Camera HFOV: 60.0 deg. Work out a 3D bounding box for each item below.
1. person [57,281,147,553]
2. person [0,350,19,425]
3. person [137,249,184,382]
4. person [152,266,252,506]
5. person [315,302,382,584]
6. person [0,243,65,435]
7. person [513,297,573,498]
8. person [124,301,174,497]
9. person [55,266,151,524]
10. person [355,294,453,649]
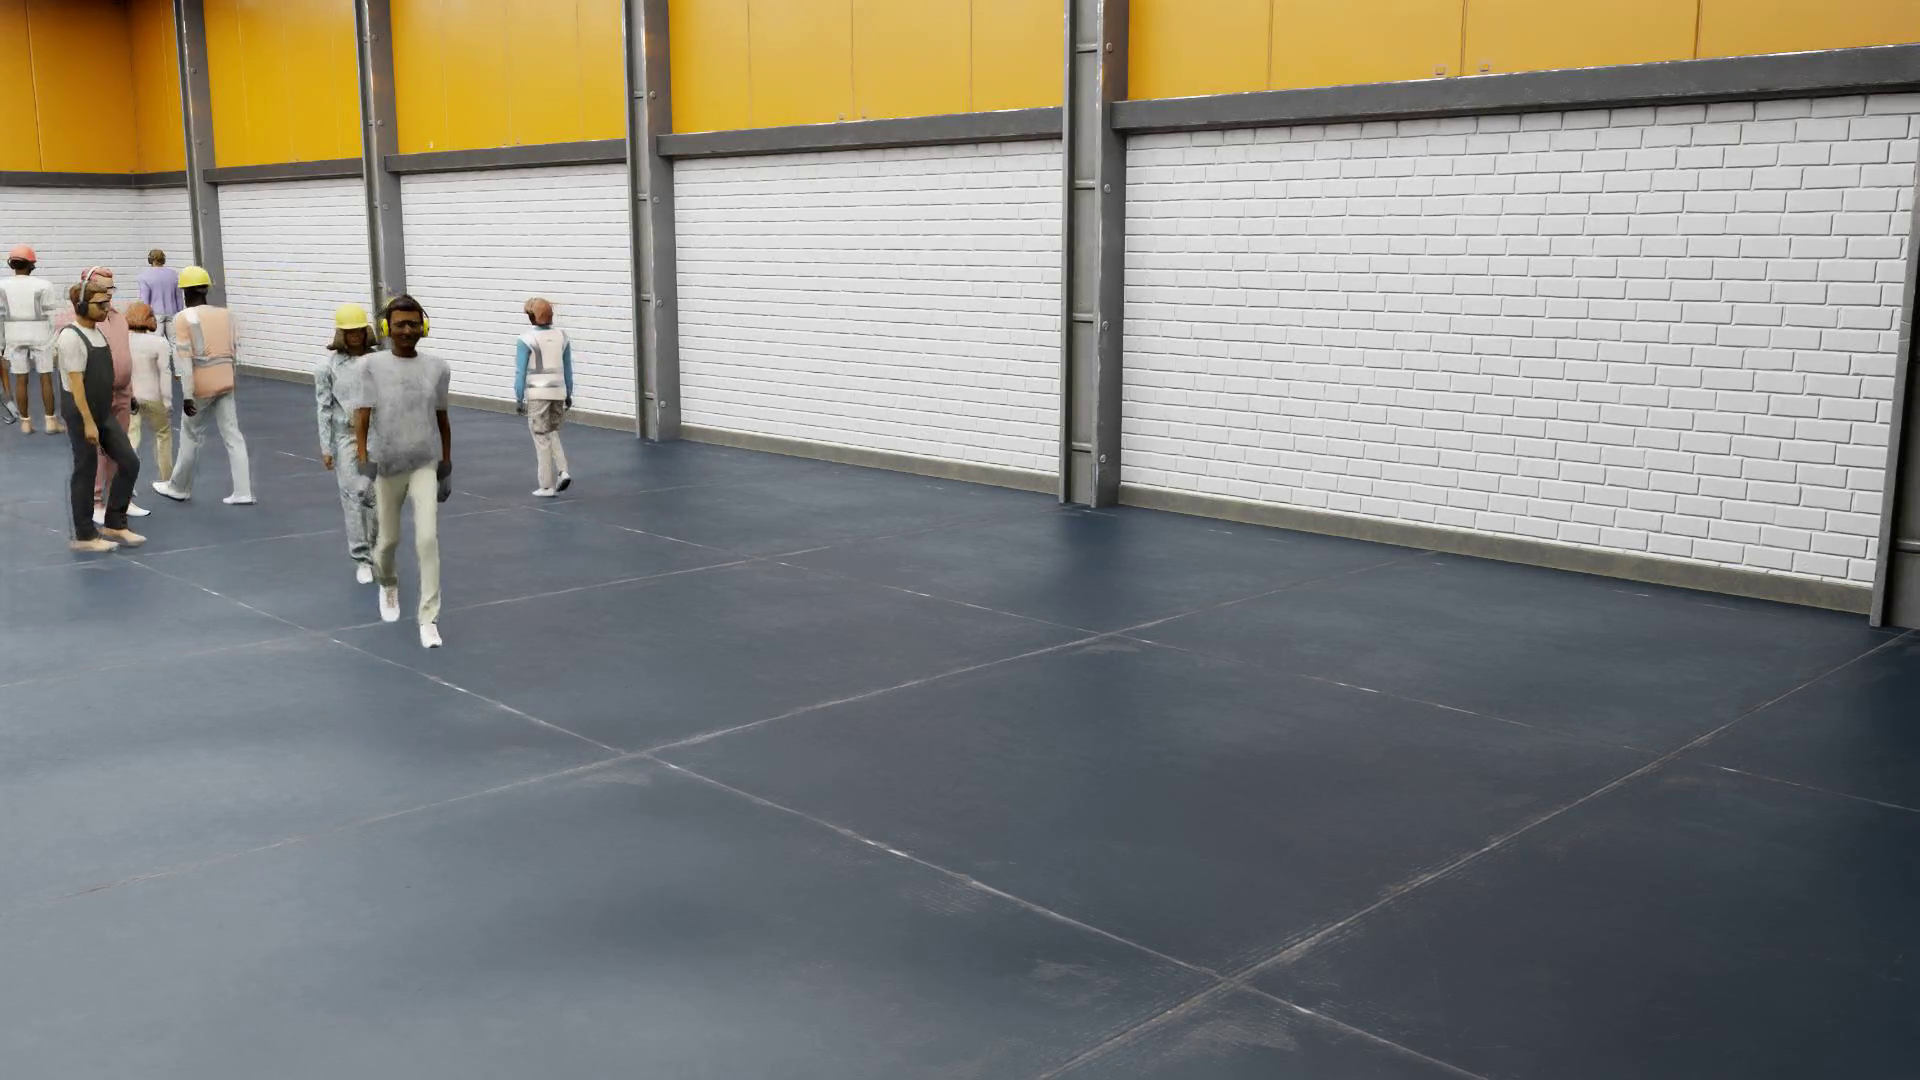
[{"bbox_3d":[-5.758,-0.809,11.124,0.553,1.824,0.531,0,10,2],"label":"person"},{"bbox_3d":[-7.131,-0.958,11.989,0.525,1.818,0.986,-8,13,-39],"label":"person"},{"bbox_3d":[-11.522,-3.227,24.019,0.355,1.938,0.636,8,13,38],"label":"person"},{"bbox_3d":[-6.032,-1.214,13.185,0.950,1.881,0.624,5,11,24],"label":"person"},{"bbox_3d":[-3.662,-0.587,10.195,0.501,1.727,0.357,-6,12,-30],"label":"person"},{"bbox_3d":[-9.965,-2.140,17.811,0.615,2.040,0.390,-3,11,-15],"label":"person"},{"bbox_3d":[-3.393,-1.152,13.529,0.370,1.626,0.536,8,13,37],"label":"person"},{"bbox_3d":[-6.727,-1.160,13.671,0.508,1.597,0.810,0,10,0],"label":"person"},{"bbox_3d":[-6.384,-1.082,12.426,0.409,1.903,0.638,2,11,10],"label":"person"},{"bbox_3d":[-2.967,-0.392,8.861,0.534,1.841,0.894,-5,12,-26],"label":"person"}]
